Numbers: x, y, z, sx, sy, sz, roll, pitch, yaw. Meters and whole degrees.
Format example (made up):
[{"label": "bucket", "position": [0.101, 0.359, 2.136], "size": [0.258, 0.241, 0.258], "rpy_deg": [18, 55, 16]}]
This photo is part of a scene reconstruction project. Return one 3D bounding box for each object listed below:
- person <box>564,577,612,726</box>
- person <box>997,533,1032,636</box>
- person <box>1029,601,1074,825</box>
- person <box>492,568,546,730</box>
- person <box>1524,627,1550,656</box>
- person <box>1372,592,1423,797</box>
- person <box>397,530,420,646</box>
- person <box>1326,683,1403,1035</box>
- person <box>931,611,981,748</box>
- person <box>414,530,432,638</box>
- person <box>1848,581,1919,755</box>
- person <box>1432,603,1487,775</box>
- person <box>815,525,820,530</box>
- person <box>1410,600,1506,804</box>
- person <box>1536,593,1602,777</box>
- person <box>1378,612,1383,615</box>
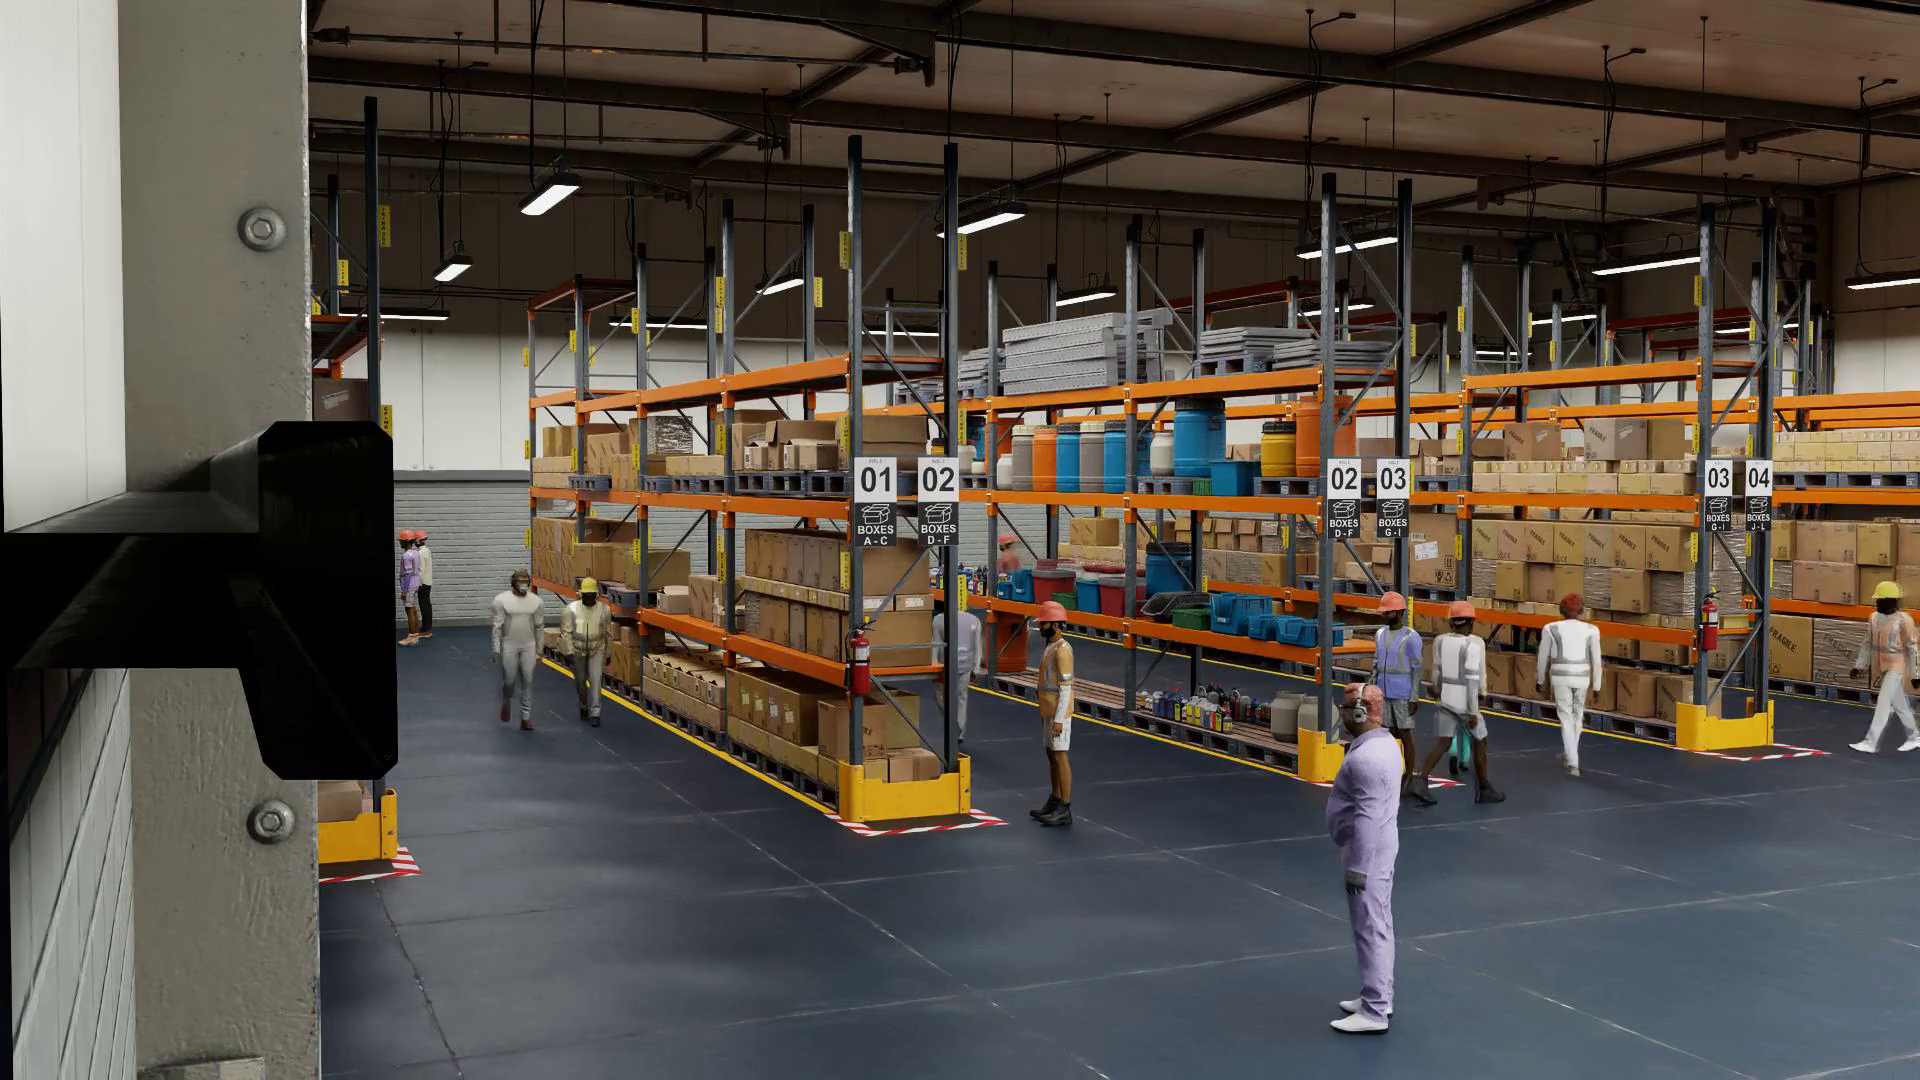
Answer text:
[{"label": "person", "position": [-4.543, 1.335, 21.893], "size": [0.576, 1.799, 0.877], "rpy_deg": [0, 2, -10]}, {"label": "person", "position": [0.896, 0.859, 32.231], "size": [0.952, 1.966, 0.607], "rpy_deg": [1, 2, 26]}, {"label": "person", "position": [0.811, 1.503, 15.677], "size": [0.361, 1.938, 0.545], "rpy_deg": [0, 2, -11]}, {"label": "person", "position": [-5.272, 1.292, 21.387], "size": [0.644, 1.920, 0.512], "rpy_deg": [-1, 3, -29]}, {"label": "person", "position": [8.357, 1.145, 25.993], "size": [0.594, 1.870, 0.937], "rpy_deg": [0, 2, -12]}, {"label": "person", "position": [4.106, 1.453, 16.972], "size": [0.374, 1.935, 0.552], "rpy_deg": [-1, 3, -34]}, {"label": "person", "position": [-9.737, 0.841, 31.599], "size": [0.374, 2.044, 0.606], "rpy_deg": [0, 2, -3]}, {"label": "person", "position": [2.226, 1.739, 9.908], "size": [0.403, 1.905, 0.651], "rpy_deg": [1, 2, 22]}, {"label": "person", "position": [-0.051, 1.401, 19.872], "size": [0.610, 1.813, 0.445], "rpy_deg": [-1, 2, -22]}, {"label": "person", "position": [-9.955, 0.808, 33.130], "size": [0.392, 1.990, 0.612], "rpy_deg": [0, 2, -3]}, {"label": "person", "position": [10.121, 1.387, 19.508], "size": [0.980, 1.880, 0.599], "rpy_deg": [0, 2, -8]}, {"label": "person", "position": [5.079, 1.504, 18.203], "size": [0.525, 1.740, 0.776], "rpy_deg": [0, 2, 9]}, {"label": "person", "position": [-3.116, 0.633, 37.998], "size": [0.609, 1.965, 0.364], "rpy_deg": [2, 3, 36]}, {"label": "person", "position": [4.574, 1.499, 16.544], "size": [0.975, 1.891, 0.543], "rpy_deg": [-1, 2, -25]}, {"label": "person", "position": [6.197, 1.460, 18.207], "size": [0.580, 1.840, 0.973], "rpy_deg": [0, 2, 2]}, {"label": "person", "position": [7.236, 1.126, 30.244], "size": [0.535, 1.569, 0.971], "rpy_deg": [-2, 3, -39]}]
